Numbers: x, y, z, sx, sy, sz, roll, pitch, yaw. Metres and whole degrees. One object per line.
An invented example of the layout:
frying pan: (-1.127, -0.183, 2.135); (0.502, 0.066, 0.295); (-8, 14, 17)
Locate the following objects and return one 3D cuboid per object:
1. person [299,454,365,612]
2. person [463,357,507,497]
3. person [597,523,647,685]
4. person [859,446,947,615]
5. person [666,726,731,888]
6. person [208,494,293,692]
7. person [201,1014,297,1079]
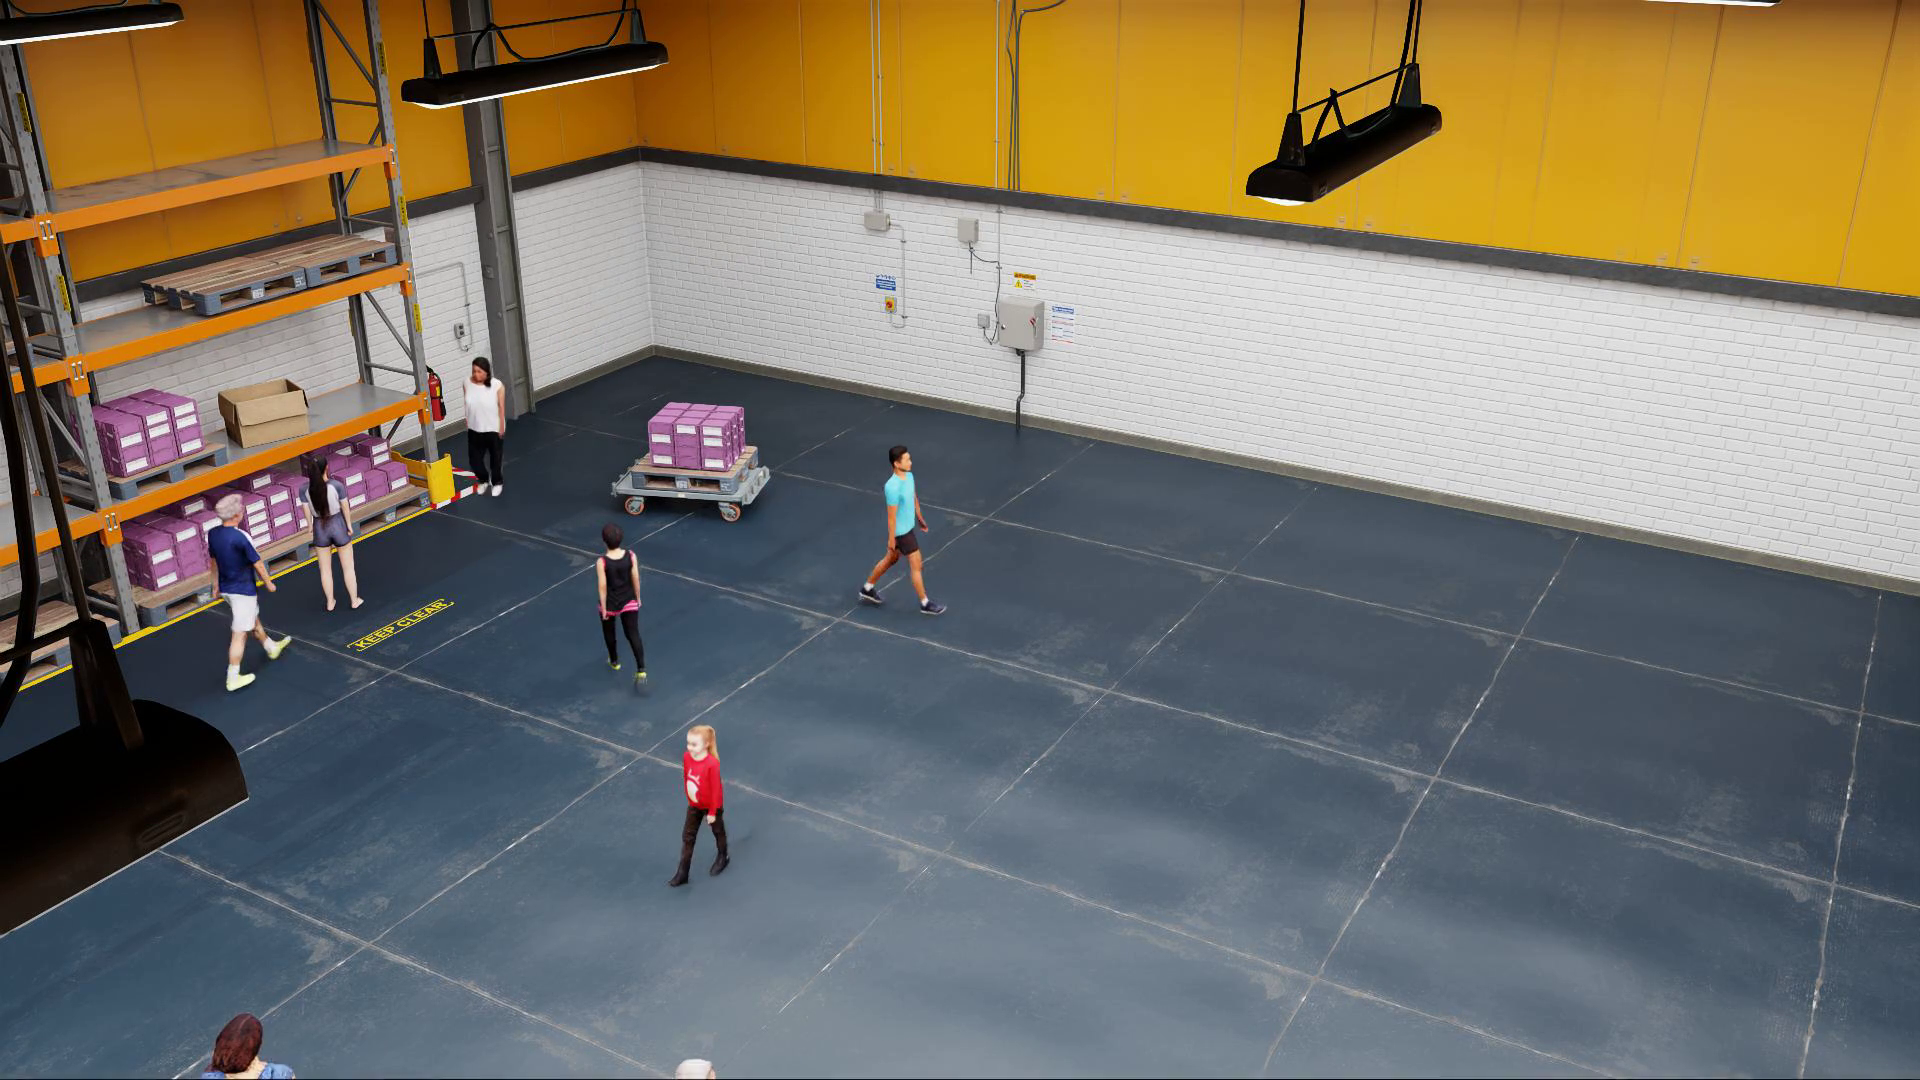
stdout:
person: (-6.235, -0.077, 16.483); (0.672, 1.651, 0.718); (-4, 24, -10)
person: (-5.500, -1.349, 19.354); (0.758, 1.681, 0.759); (3, 24, 7)
person: (-3.072, 0.597, 15.100); (1.023, 1.523, 0.949); (-12, 26, -26)
person: (-0.668, -0.098, 16.429); (0.929, 1.733, 1.167); (5, 24, 11)
person: (-1.858, 1.934, 12.373); (0.549, 1.257, 0.854); (10, 25, 21)
person: (-6.560, 0.506, 14.972); (0.615, 1.792, 1.060); (12, 26, 25)
person: (-3.637, 3.277, 8.634); (0.824, 1.791, 0.873); (-2, 24, -4)
